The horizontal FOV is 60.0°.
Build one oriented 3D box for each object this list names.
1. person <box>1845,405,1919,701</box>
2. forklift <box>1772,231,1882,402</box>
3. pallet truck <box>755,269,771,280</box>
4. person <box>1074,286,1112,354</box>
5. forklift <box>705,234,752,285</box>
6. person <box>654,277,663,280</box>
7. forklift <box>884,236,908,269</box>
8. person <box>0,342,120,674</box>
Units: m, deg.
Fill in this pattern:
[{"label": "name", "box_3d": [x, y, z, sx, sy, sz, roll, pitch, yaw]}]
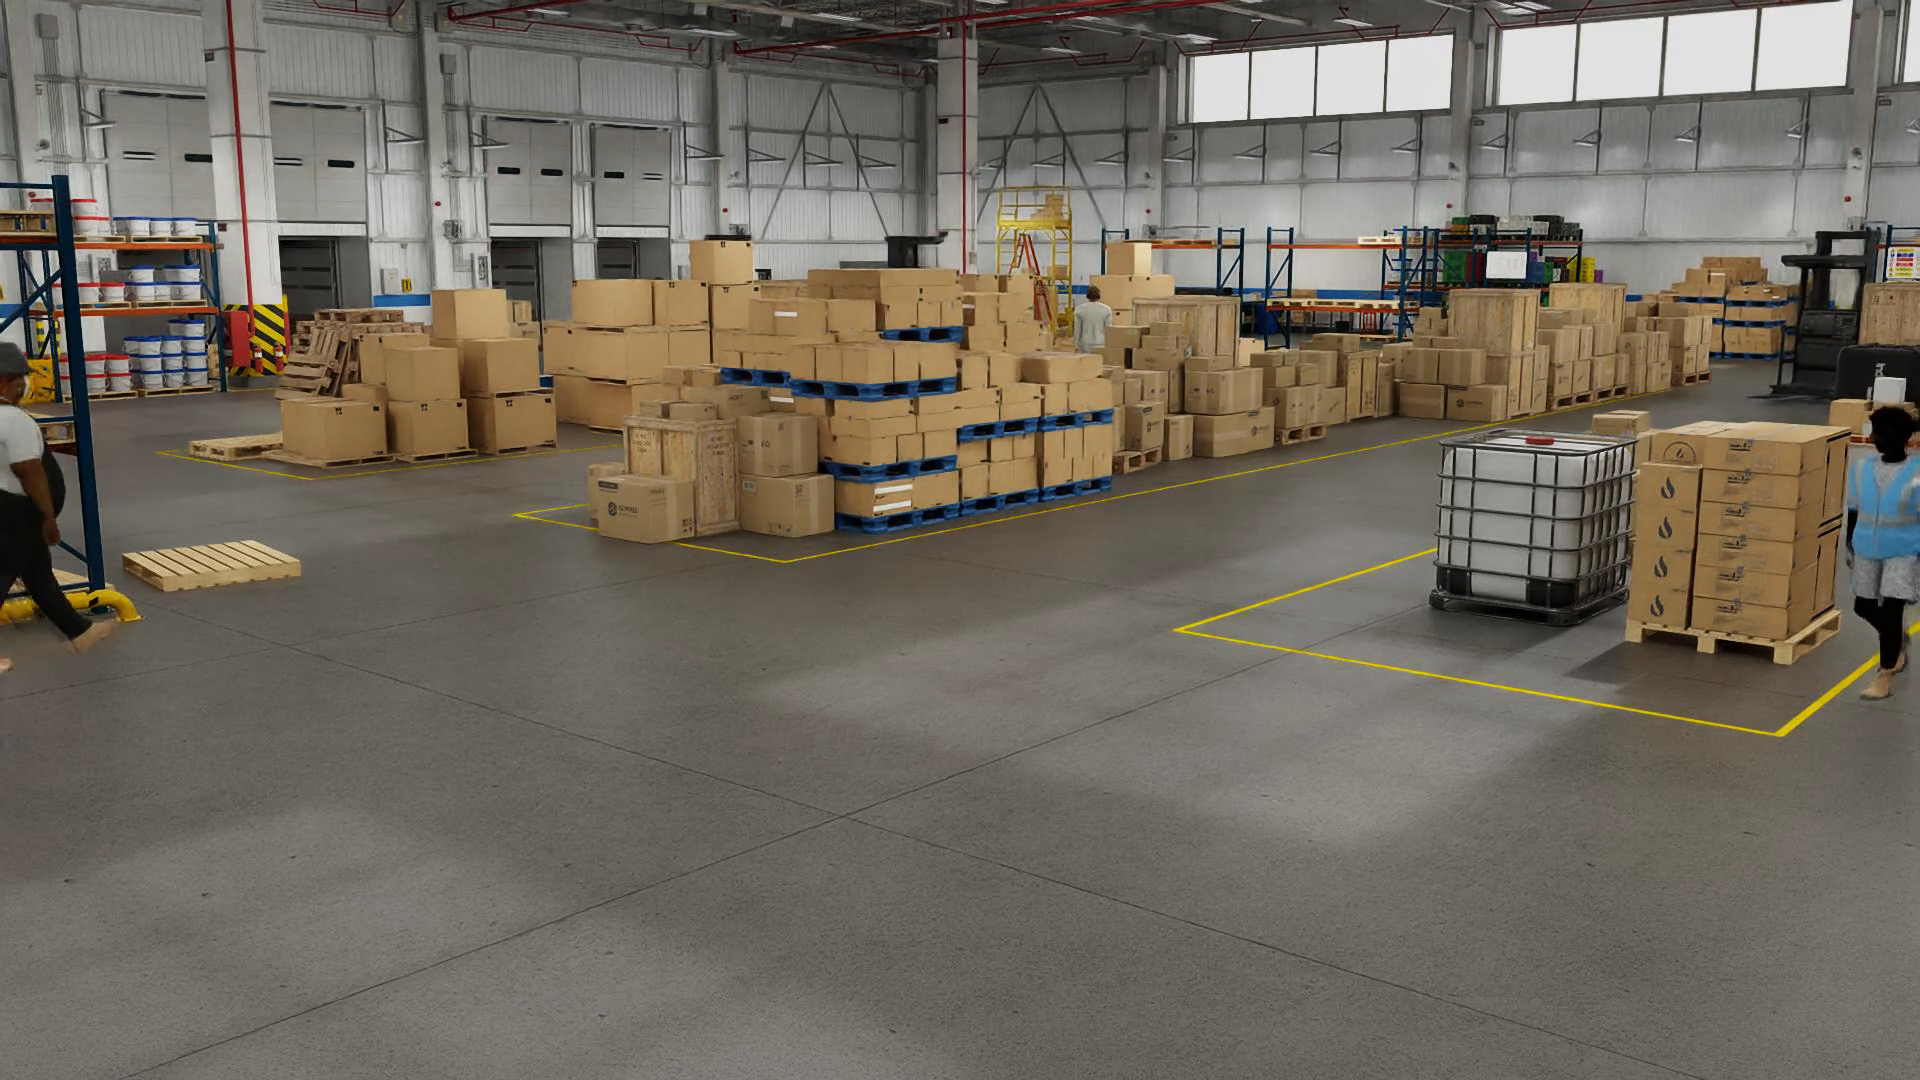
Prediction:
[{"label": "person", "box_3d": [5.350, 0.055, 9.525, 0.655, 1.670, 0.552, -6, 12, -33]}, {"label": "forklift", "box_3d": [14.728, -3.757, 27.784, 1.873, 2.768, 1.129, -7, 12, -33]}, {"label": "pallet truck", "box_3d": [-4.996, -6.432, 45.525, 1.885, 1.965, 0.823, -6, 12, -32]}, {"label": "person", "box_3d": [2.176, -3.177, 27.162, 0.635, 1.940, 0.367, 1, 10, 7]}, {"label": "forklift", "box_3d": [-4.857, -5.045, 35.116, 1.129, 2.768, 1.873, -4, 11, -22]}, {"label": "person", "box_3d": [-6.507, -4.725, 36.014, 0.636, 1.930, 0.372, -4, 11, -24]}, {"label": "forklift", "box_3d": [-1.486, -5.793, 39.376, 1.873, 2.768, 1.129, 2, 10, 12]}, {"label": "person", "box_3d": [-5.670, -0.224, 10.056, 0.702, 2.000, 1.036, 8, 13, 39]}]
